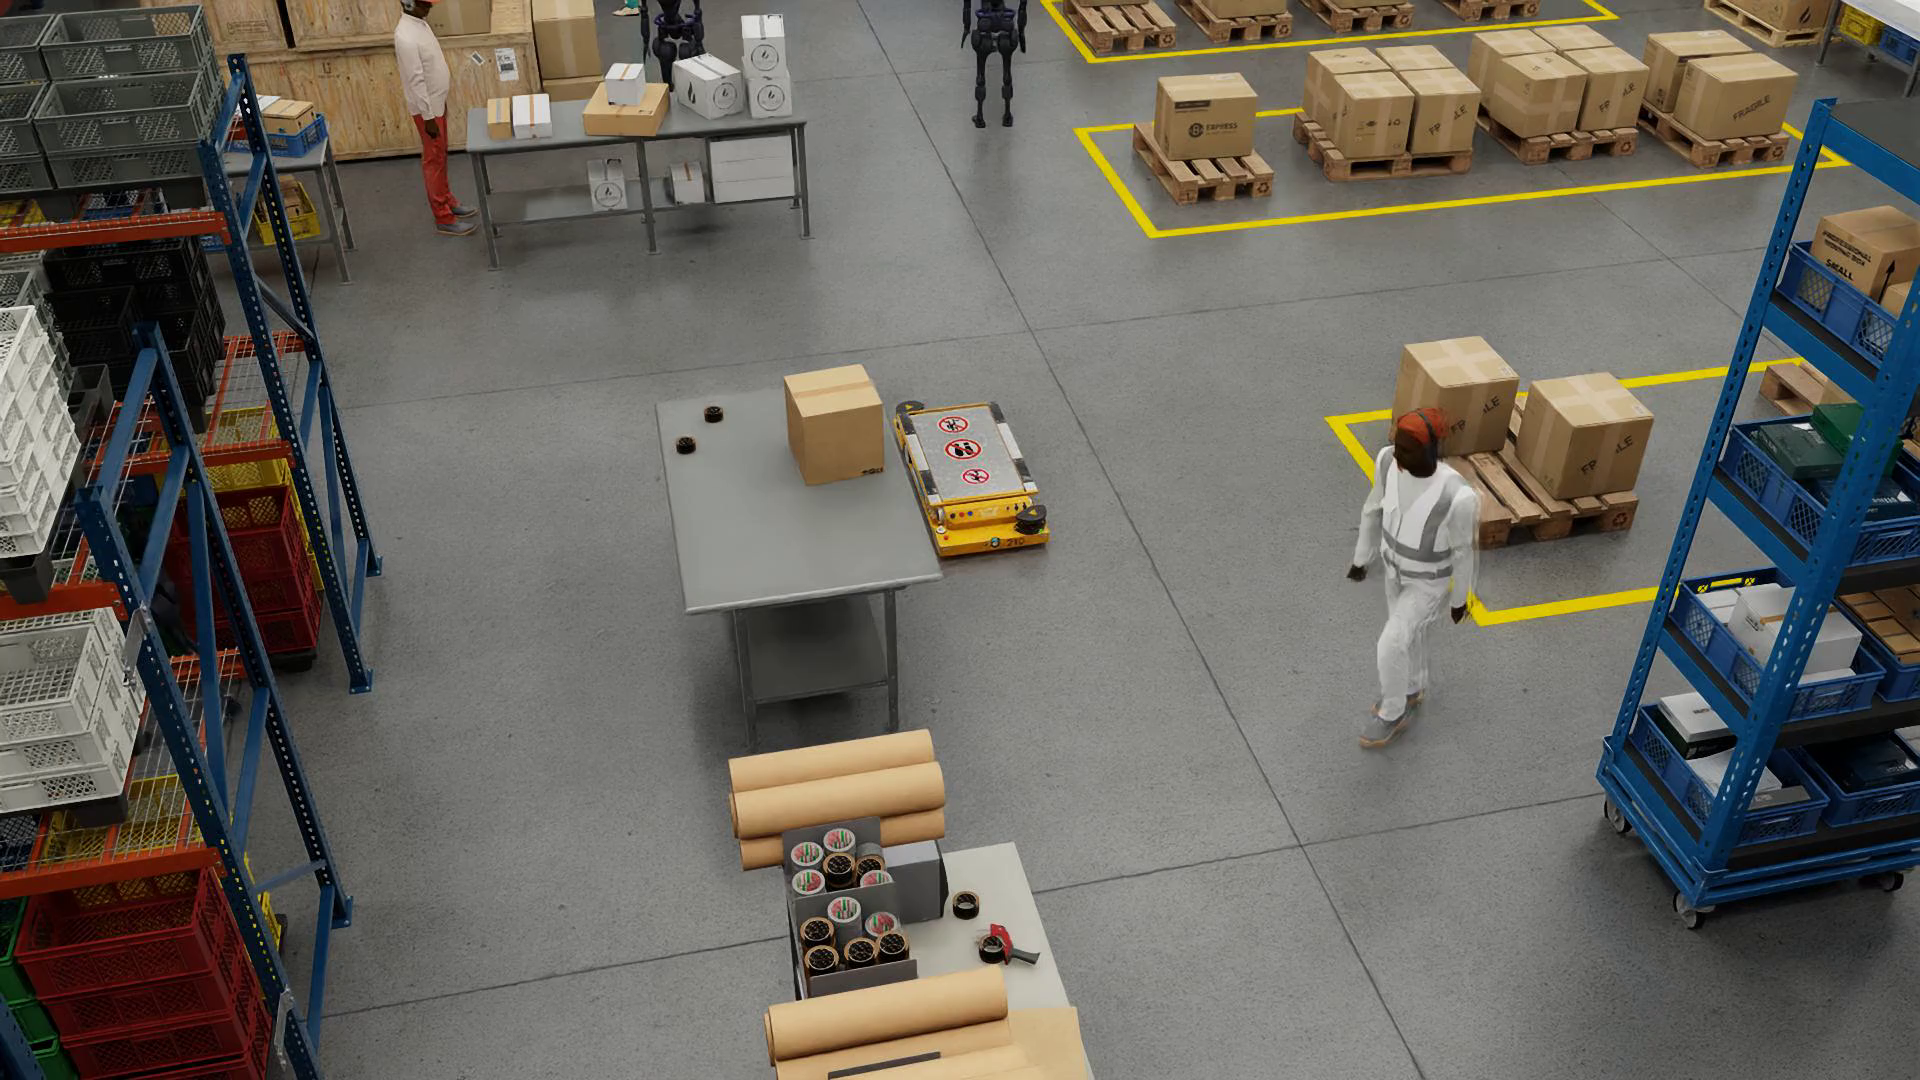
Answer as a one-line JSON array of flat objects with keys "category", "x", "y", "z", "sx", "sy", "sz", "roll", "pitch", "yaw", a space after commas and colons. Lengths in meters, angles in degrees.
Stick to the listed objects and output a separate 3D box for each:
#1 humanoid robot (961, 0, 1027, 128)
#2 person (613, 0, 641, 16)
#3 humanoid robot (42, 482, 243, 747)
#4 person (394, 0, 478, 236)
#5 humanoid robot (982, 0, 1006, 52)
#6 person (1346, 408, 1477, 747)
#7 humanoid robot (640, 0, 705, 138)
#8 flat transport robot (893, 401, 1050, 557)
[{"category": "humanoid robot", "x": 0.289, "y": -4.376, "z": 14.253, "sx": 0.567, "sy": 1.652, "sz": 0.327, "roll": -3, "pitch": 37, "yaw": -4}, {"category": "person", "x": -3.376, "y": -6.119, "z": 16.521, "sx": 0.311, "sy": 1.768, "sz": 0.522, "roll": 8, "pitch": 37, "yaw": 10}, {"category": "humanoid robot", "x": -3.989, "y": 0.294, "z": 7.987, "sx": 0.556, "sy": 1.616, "sz": 0.644, "roll": 12, "pitch": 38, "yaw": 16}, {"category": "person", "x": -3.972, "y": -3.280, "z": 12.525, "sx": 0.390, "sy": 1.985, "sz": 0.610, "roll": -5, "pitch": 37, "yaw": -7}, {"category": "humanoid robot", "x": 0.292, "y": -5.486, "z": 15.740, "sx": 0.370, "sy": 1.655, "sz": 0.610, "roll": 23, "pitch": 42, "yaw": 28}, {"category": "person", "x": 2.133, "y": 0.173, "z": 7.990, "sx": 0.652, "sy": 1.853, "sz": 0.583, "roll": -18, "pitch": 40, "yaw": -22}, {"category": "humanoid robot", "x": -2.413, "y": -4.220, "z": 14.042, "sx": 0.573, "sy": 1.652, "sz": 0.317, "roll": 7, "pitch": 37, "yaw": 10}, {"category": "flat transport robot", "x": 0.046, "y": -0.430, "z": 10.108, "sx": 0.652, "sy": 0.197, "sz": 1.431, "roll": -8, "pitch": 37, "yaw": -10}]
